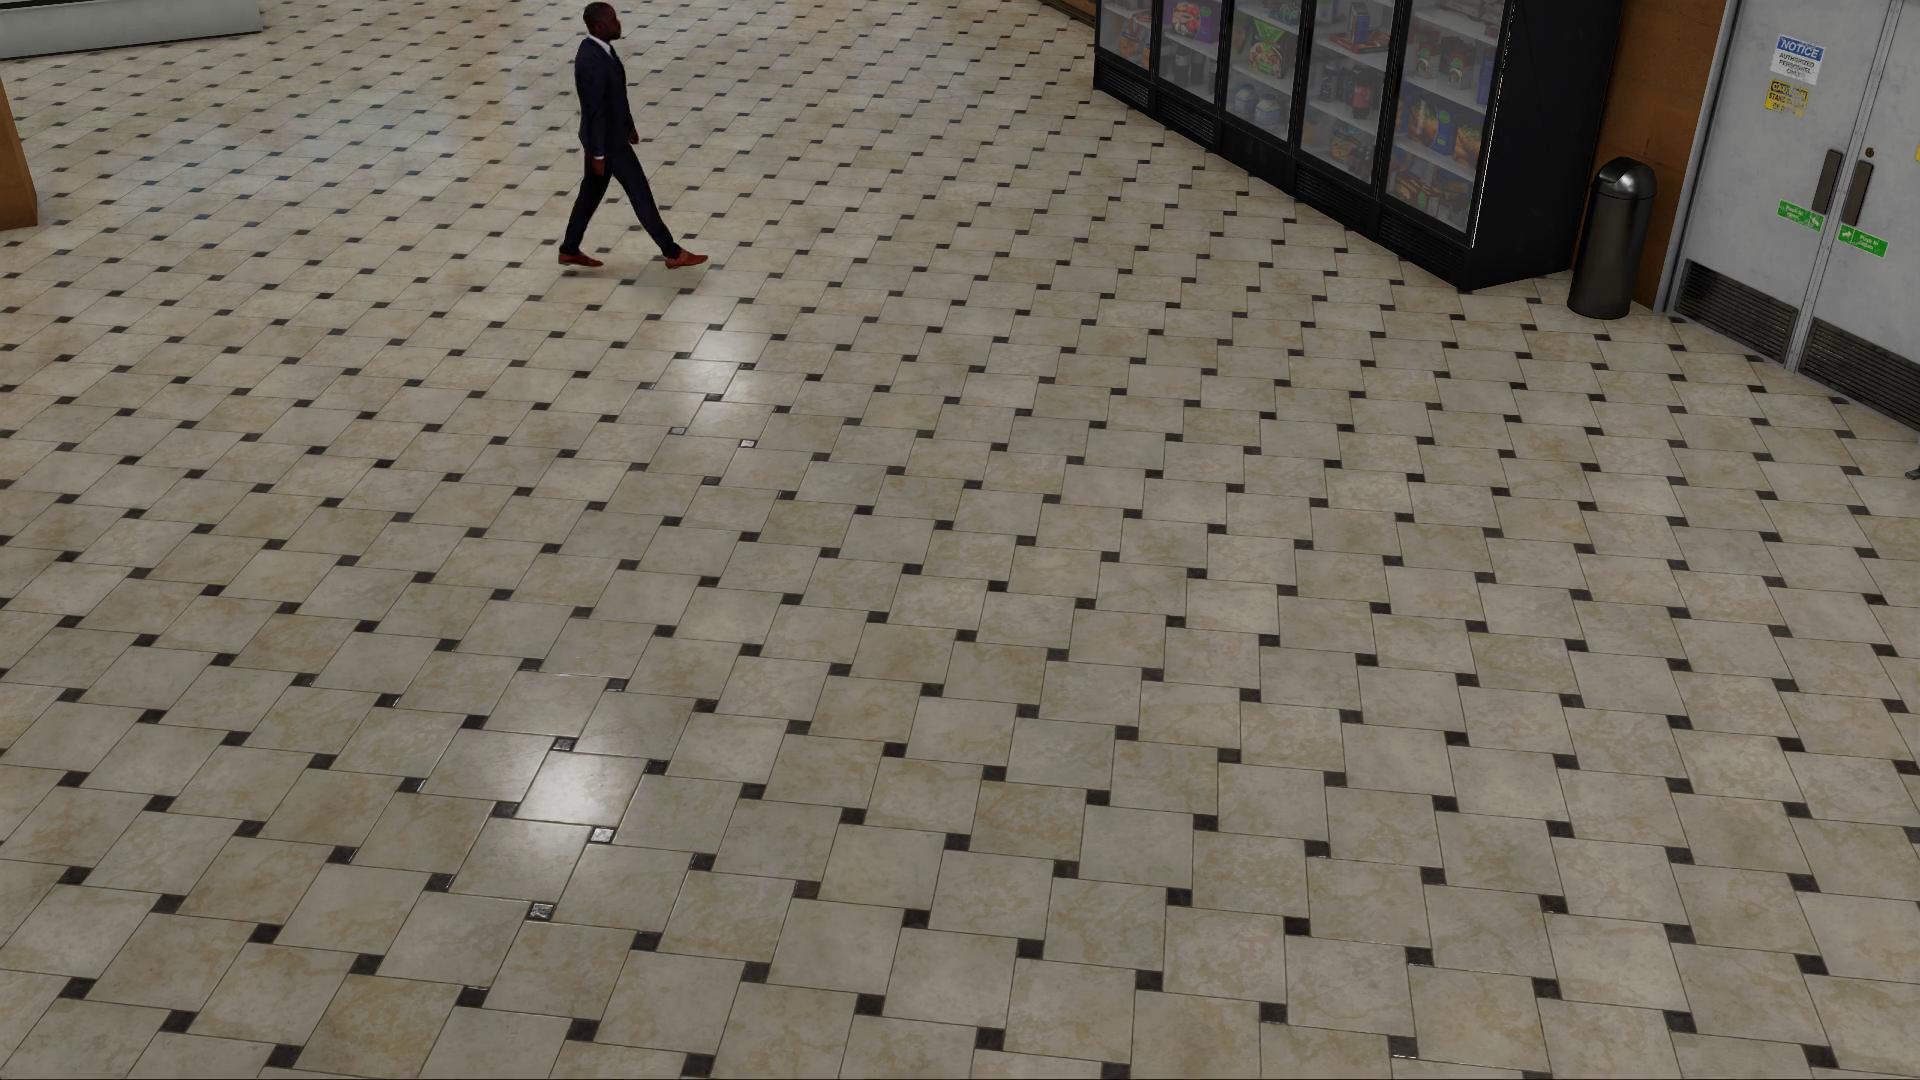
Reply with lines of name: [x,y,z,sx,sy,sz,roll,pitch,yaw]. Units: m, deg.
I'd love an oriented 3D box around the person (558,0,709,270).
person: [-2.371,-2.559,10.831,1.284,1.770,0.868,-6,32,-10]
